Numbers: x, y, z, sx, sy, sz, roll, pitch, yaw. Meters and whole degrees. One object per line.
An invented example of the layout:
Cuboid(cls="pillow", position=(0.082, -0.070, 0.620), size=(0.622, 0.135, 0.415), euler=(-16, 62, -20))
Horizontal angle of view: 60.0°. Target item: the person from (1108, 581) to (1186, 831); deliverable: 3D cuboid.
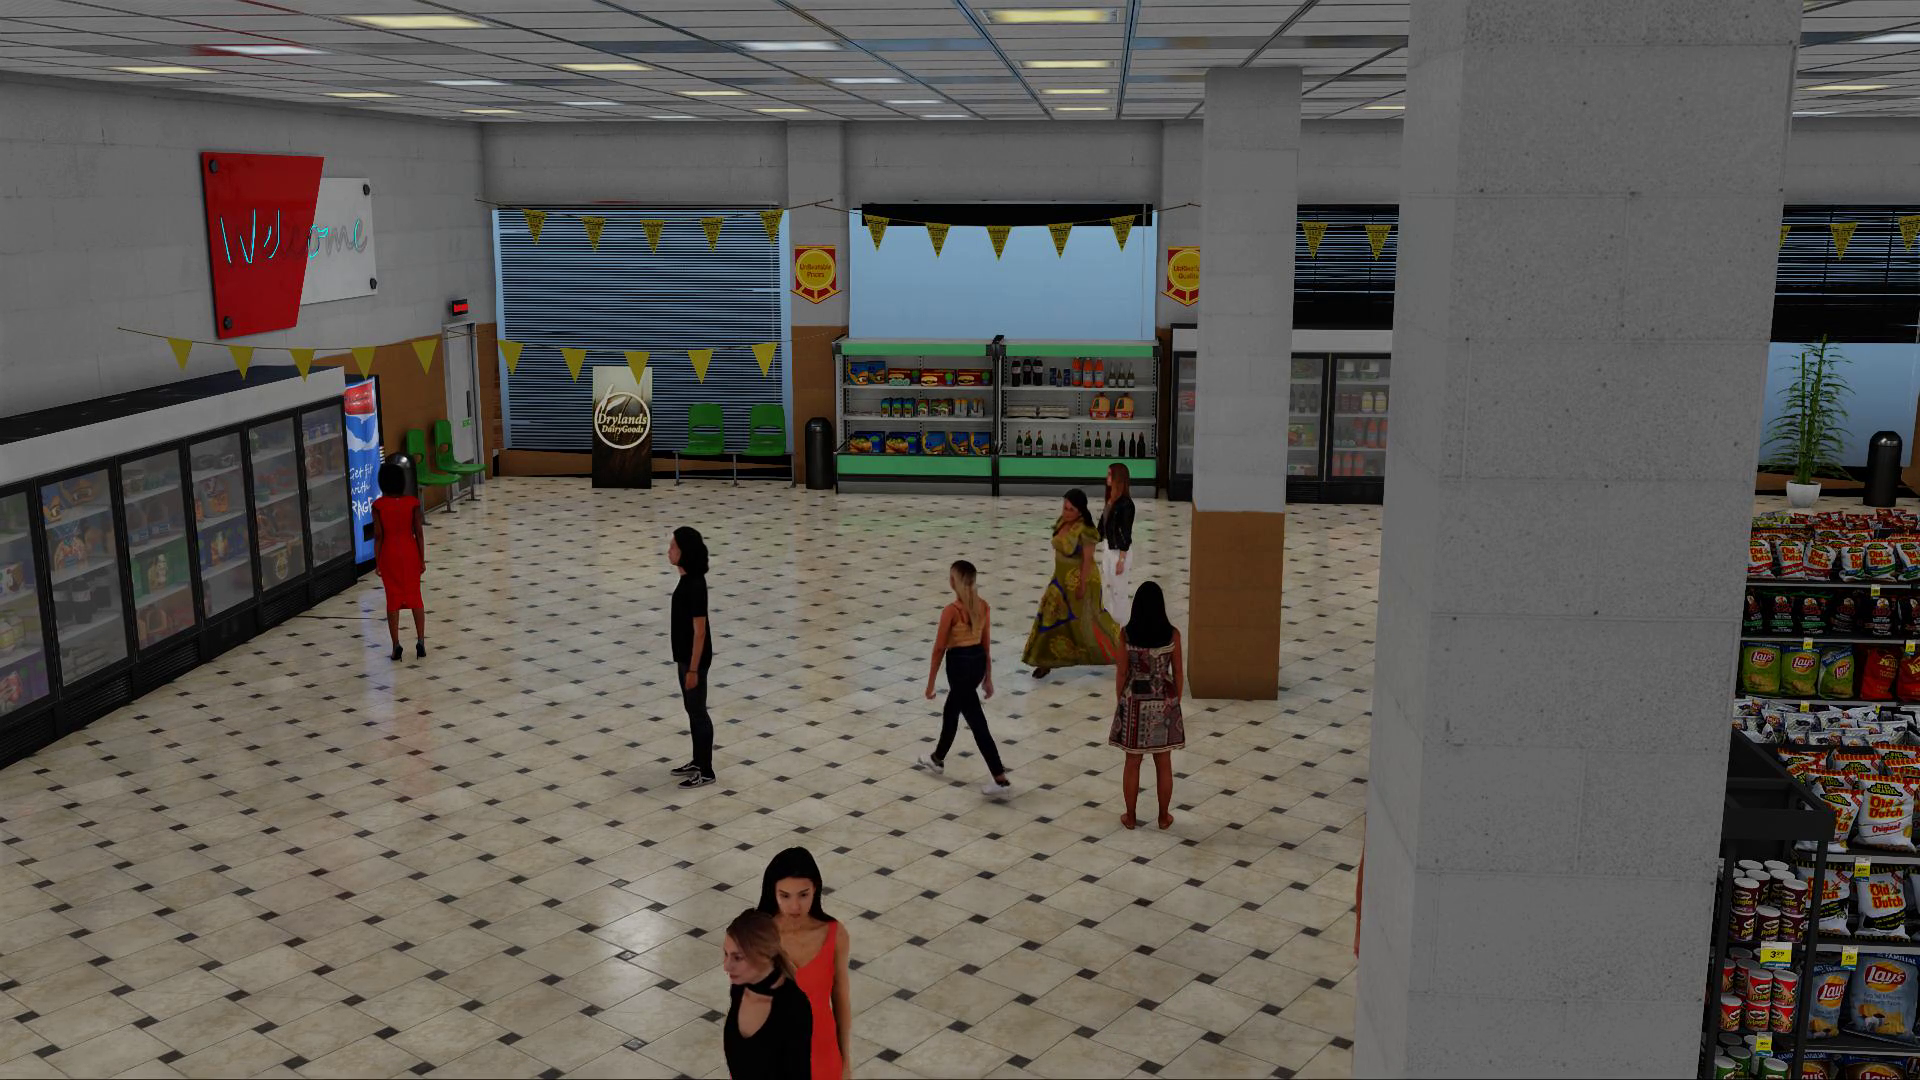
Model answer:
Cuboid(cls="person", position=(1.214, 1.064, 10.739), size=(0.477, 1.645, 0.719), euler=(0, 12, 1))

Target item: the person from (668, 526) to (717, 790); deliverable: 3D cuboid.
Cuboid(cls="person", position=(-1.850, 0.793, 11.558), size=(0.658, 1.837, 0.703), euler=(-3, 12, -16))

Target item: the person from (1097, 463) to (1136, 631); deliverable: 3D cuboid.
Cuboid(cls="person", position=(1.419, 0.141, 14.976), size=(0.624, 1.704, 0.652), euler=(-3, 12, -14))

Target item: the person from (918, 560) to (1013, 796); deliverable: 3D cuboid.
Cuboid(cls="person", position=(0.096, 0.982, 11.301), size=(1.105, 1.572, 1.195), euler=(-11, 16, -43))

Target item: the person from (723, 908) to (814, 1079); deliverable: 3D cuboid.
Cuboid(cls="person", position=(-0.561, 2.085, 5.746), size=(1.167, 1.704, 1.085), euler=(9, 15, 36))

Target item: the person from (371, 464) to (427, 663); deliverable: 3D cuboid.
Cuboid(cls="person", position=(-4.925, 0.196, 14.620), size=(0.599, 1.743, 0.711), euler=(-5, 13, -24))

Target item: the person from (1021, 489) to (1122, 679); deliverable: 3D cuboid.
Cuboid(cls="person", position=(1.041, 0.377, 14.072), size=(1.368, 1.616, 1.307), euler=(-9, 15, -36))

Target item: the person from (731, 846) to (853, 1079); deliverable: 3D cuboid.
Cuboid(cls="person", position=(-0.629, 1.963, 6.301), size=(0.608, 1.714, 0.750), euler=(-2, 12, -7))
